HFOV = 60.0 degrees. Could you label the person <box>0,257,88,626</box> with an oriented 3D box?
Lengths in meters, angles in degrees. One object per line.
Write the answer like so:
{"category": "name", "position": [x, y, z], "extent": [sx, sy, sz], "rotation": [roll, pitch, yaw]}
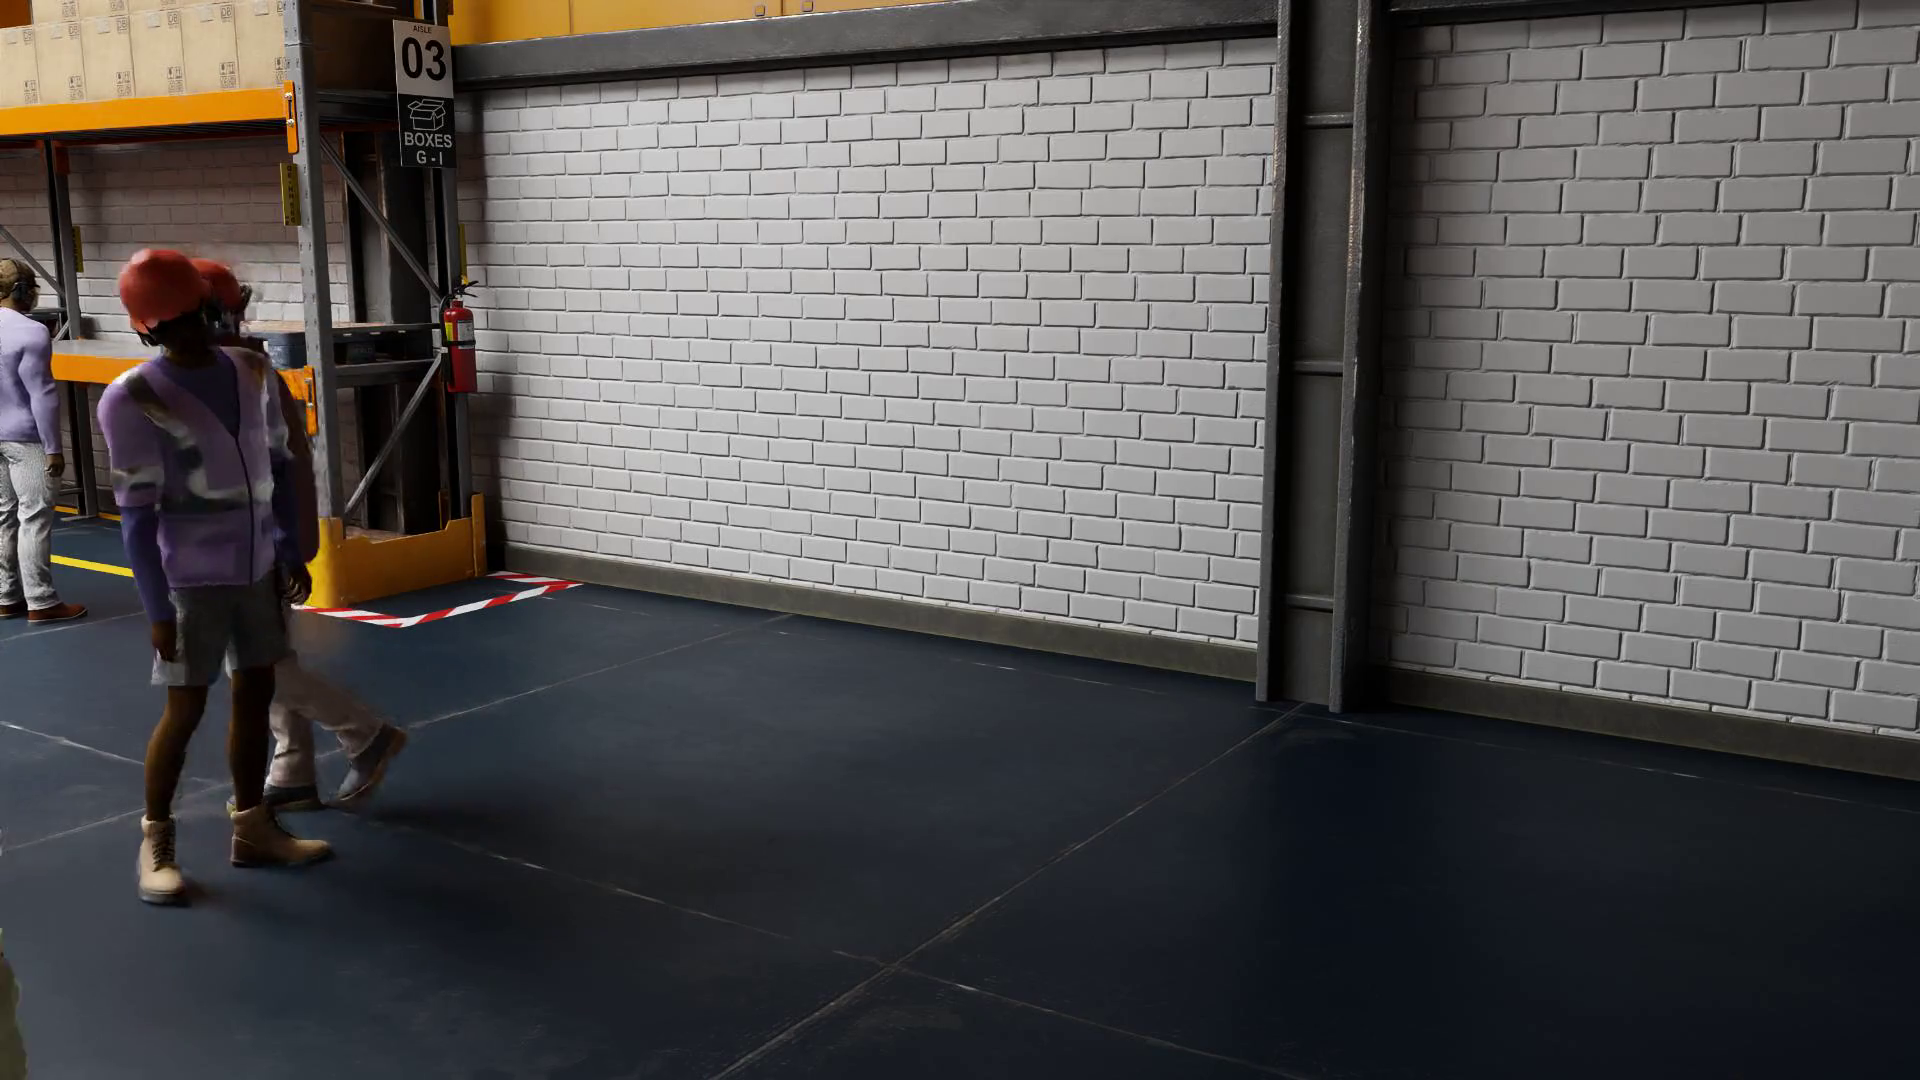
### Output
{"category": "person", "position": [-4.956, -0.512, 8.776], "extent": [0.630, 1.932, 0.360], "rotation": [5, 11, 27]}

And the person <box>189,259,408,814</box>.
{"category": "person", "position": [-2.377, 0.014, 5.773], "extent": [0.667, 1.956, 0.649], "rotation": [-4, 11, -21]}

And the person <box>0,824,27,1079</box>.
{"category": "person", "position": [-1.441, 0.781, 2.001], "extent": [0.593, 1.790, 0.923], "rotation": [-3, 11, -18]}

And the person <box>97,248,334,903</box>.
{"category": "person", "position": [-2.348, 0.109, 5.177], "extent": [0.446, 1.996, 0.685], "rotation": [4, 11, 22]}
